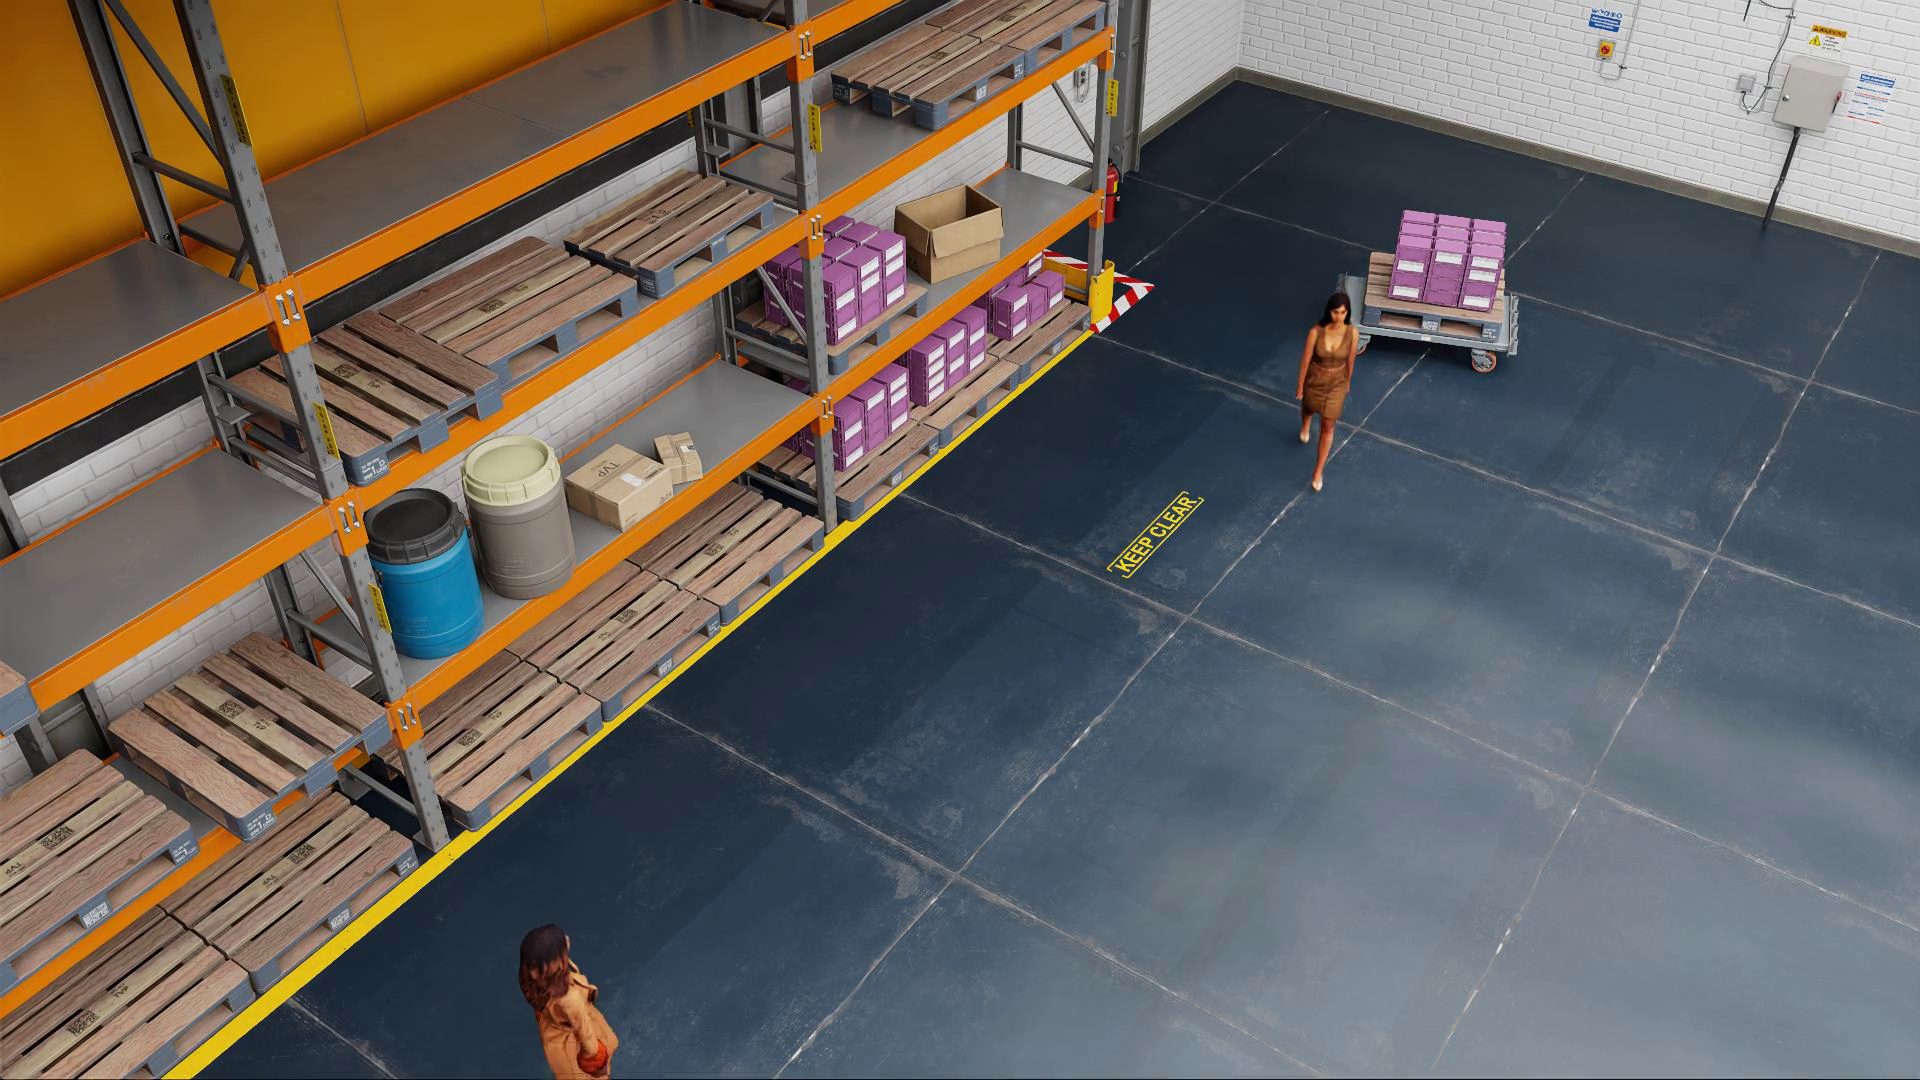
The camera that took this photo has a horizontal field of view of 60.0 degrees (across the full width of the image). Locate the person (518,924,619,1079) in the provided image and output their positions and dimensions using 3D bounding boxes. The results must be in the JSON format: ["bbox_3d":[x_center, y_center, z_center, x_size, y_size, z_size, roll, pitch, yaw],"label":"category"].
[{"bbox_3d":[-2.046,2.607,8.459,1.018,1.704,0.866,-25,45,-28],"label":"person"}]

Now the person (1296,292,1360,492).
[{"bbox_3d":[2.914,-1.286,13.371,0.925,1.657,1.145,4,39,5],"label":"person"}]
